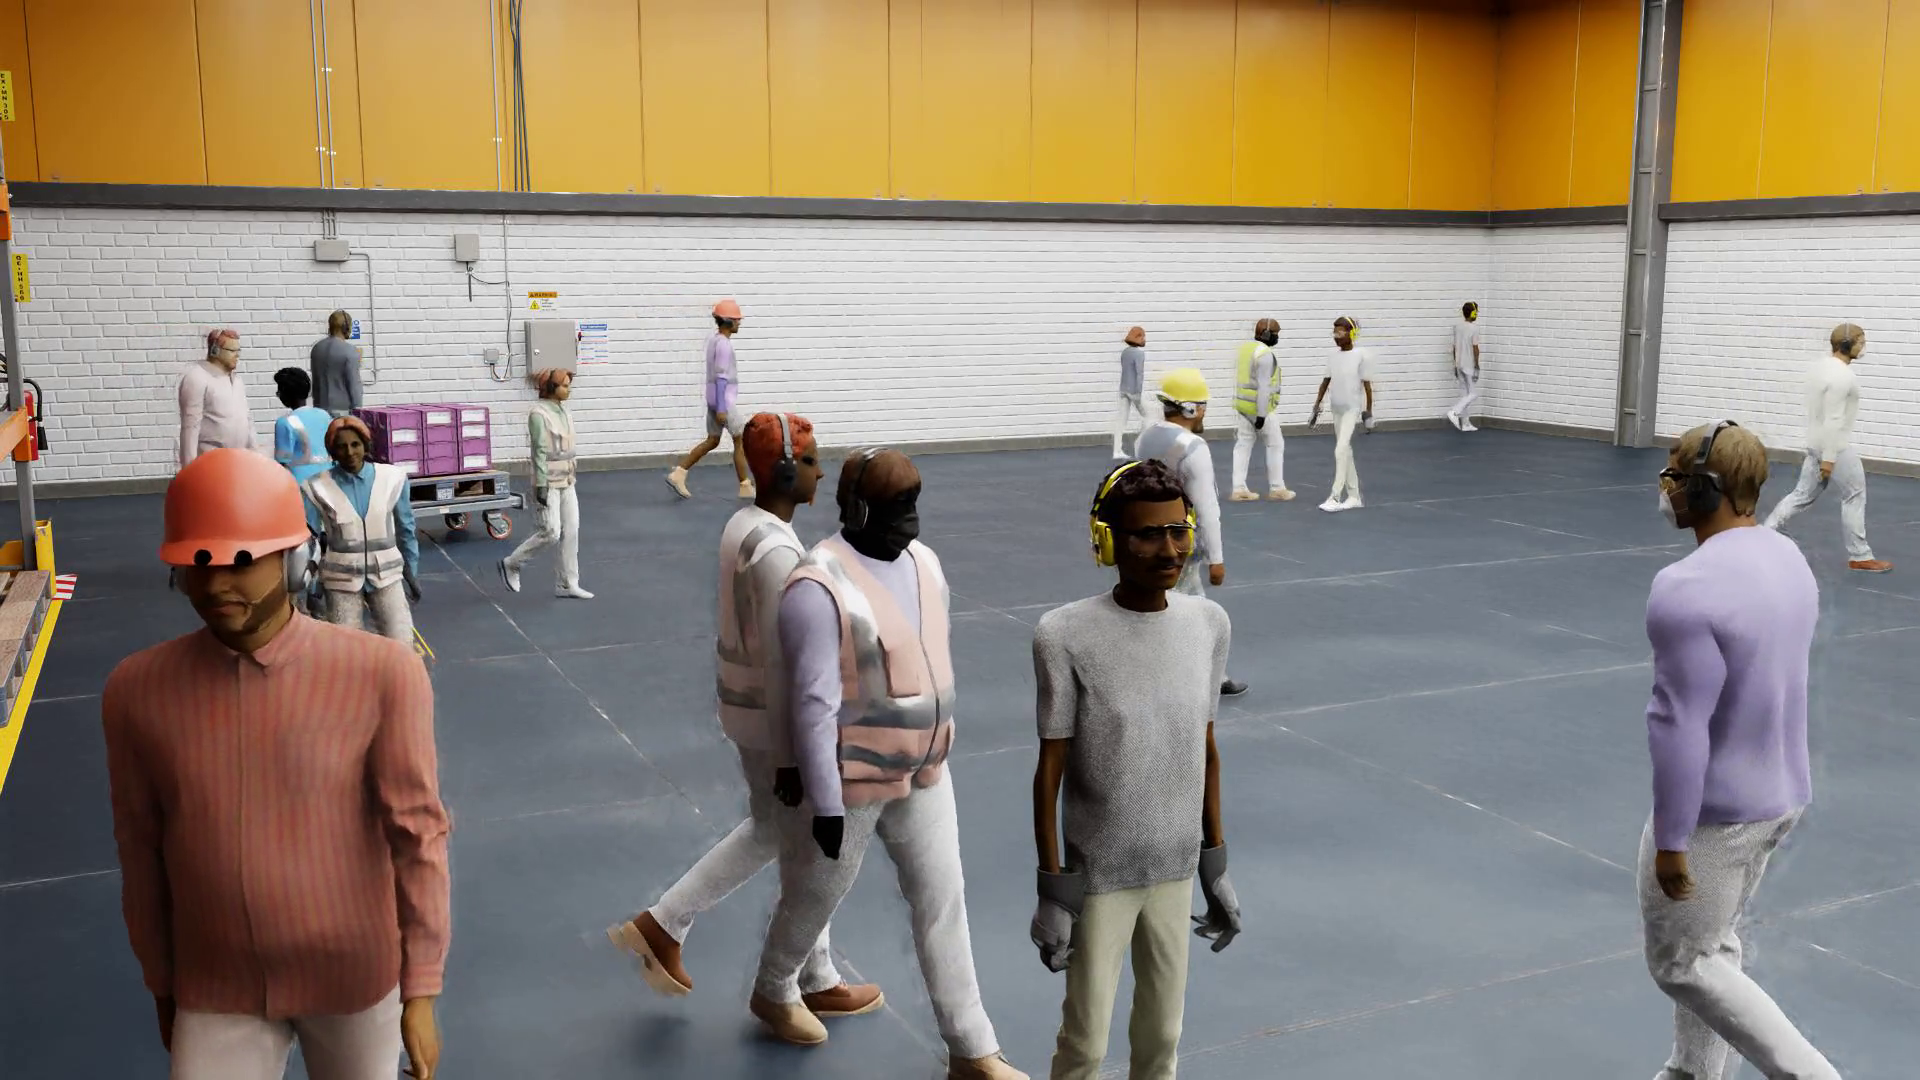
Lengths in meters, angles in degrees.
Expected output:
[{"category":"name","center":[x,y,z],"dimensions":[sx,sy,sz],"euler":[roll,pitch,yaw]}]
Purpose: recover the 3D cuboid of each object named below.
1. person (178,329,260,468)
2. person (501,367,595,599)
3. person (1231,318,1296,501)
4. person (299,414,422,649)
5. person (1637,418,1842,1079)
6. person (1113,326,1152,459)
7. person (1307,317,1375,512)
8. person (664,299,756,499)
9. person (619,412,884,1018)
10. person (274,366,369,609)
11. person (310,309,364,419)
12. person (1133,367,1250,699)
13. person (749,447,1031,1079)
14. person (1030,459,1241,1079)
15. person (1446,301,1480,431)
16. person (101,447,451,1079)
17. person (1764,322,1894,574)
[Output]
[{"category":"person","center":[-5.296,-0.599,12.086],"dimensions":[1.012,1.846,0.656],"euler":[1,9,5]},{"category":"person","center":[-2.853,-0.382,11.446],"dimensions":[0.547,1.618,0.528],"euler":[3,10,17]},{"category":"person","center":[3.042,-1.284,16.463],"dimensions":[0.775,1.805,0.618],"euler":[-3,10,-17]},{"category":"person","center":[-2.791,0.214,7.757],"dimensions":[0.536,1.614,0.400],"euler":[-5,10,-28]},{"category":"person","center":[1.948,0.667,4.058],"dimensions":[0.644,1.915,0.704],"euler":[-7,11,-37]},{"category":"person","center":[2.172,-1.777,20.176],"dimensions":[0.741,1.602,0.508],"euler":[-5,10,-27]},{"category":"person","center":[3.559,-1.180,15.743],"dimensions":[0.842,1.830,0.524],"euler":[-6,11,-34]},{"category":"person","center":[-2.442,-1.382,16.493],"dimensions":[0.983,2.011,0.622],"euler":[-3,10,-17]},{"category":"person","center":[-0.622,0.548,4.952],"dimensions":[0.690,1.867,0.585],"euler":[-3,10,-16]},{"category":"person","center":[-4.347,-0.329,11.052],"dimensions":[0.913,1.636,0.537],"euler":[2,9,11]},{"category":"person","center":[-5.984,-1.240,15.880],"dimensions":[0.627,1.916,0.684],"euler":[6,11,33]},{"category":"person","center":[1.097,0.006,8.546],"dimensions":[0.933,1.789,0.608],"euler":[-3,10,-21]},{"category":"person","center":[-0.259,0.630,4.657],"dimensions":[0.971,1.796,0.644],"euler":[7,12,38]},{"category":"person","center":[0.392,0.749,3.668],"dimensions":[0.511,1.872,0.329],"euler":[-5,10,-27]},{"category":"person","center":[7.143,-2.444,23.532],"dimensions":[0.621,1.856,0.549],"euler":[-5,10,-27]},{"category":"person","center":[-1.228,0.819,2.981],"dimensions":[0.617,1.952,0.880],"euler":[-1,9,-9]},{"category":"person","center":[6.535,-0.702,12.589],"dimensions":[0.989,1.900,0.632],"euler":[2,9,15]}]
